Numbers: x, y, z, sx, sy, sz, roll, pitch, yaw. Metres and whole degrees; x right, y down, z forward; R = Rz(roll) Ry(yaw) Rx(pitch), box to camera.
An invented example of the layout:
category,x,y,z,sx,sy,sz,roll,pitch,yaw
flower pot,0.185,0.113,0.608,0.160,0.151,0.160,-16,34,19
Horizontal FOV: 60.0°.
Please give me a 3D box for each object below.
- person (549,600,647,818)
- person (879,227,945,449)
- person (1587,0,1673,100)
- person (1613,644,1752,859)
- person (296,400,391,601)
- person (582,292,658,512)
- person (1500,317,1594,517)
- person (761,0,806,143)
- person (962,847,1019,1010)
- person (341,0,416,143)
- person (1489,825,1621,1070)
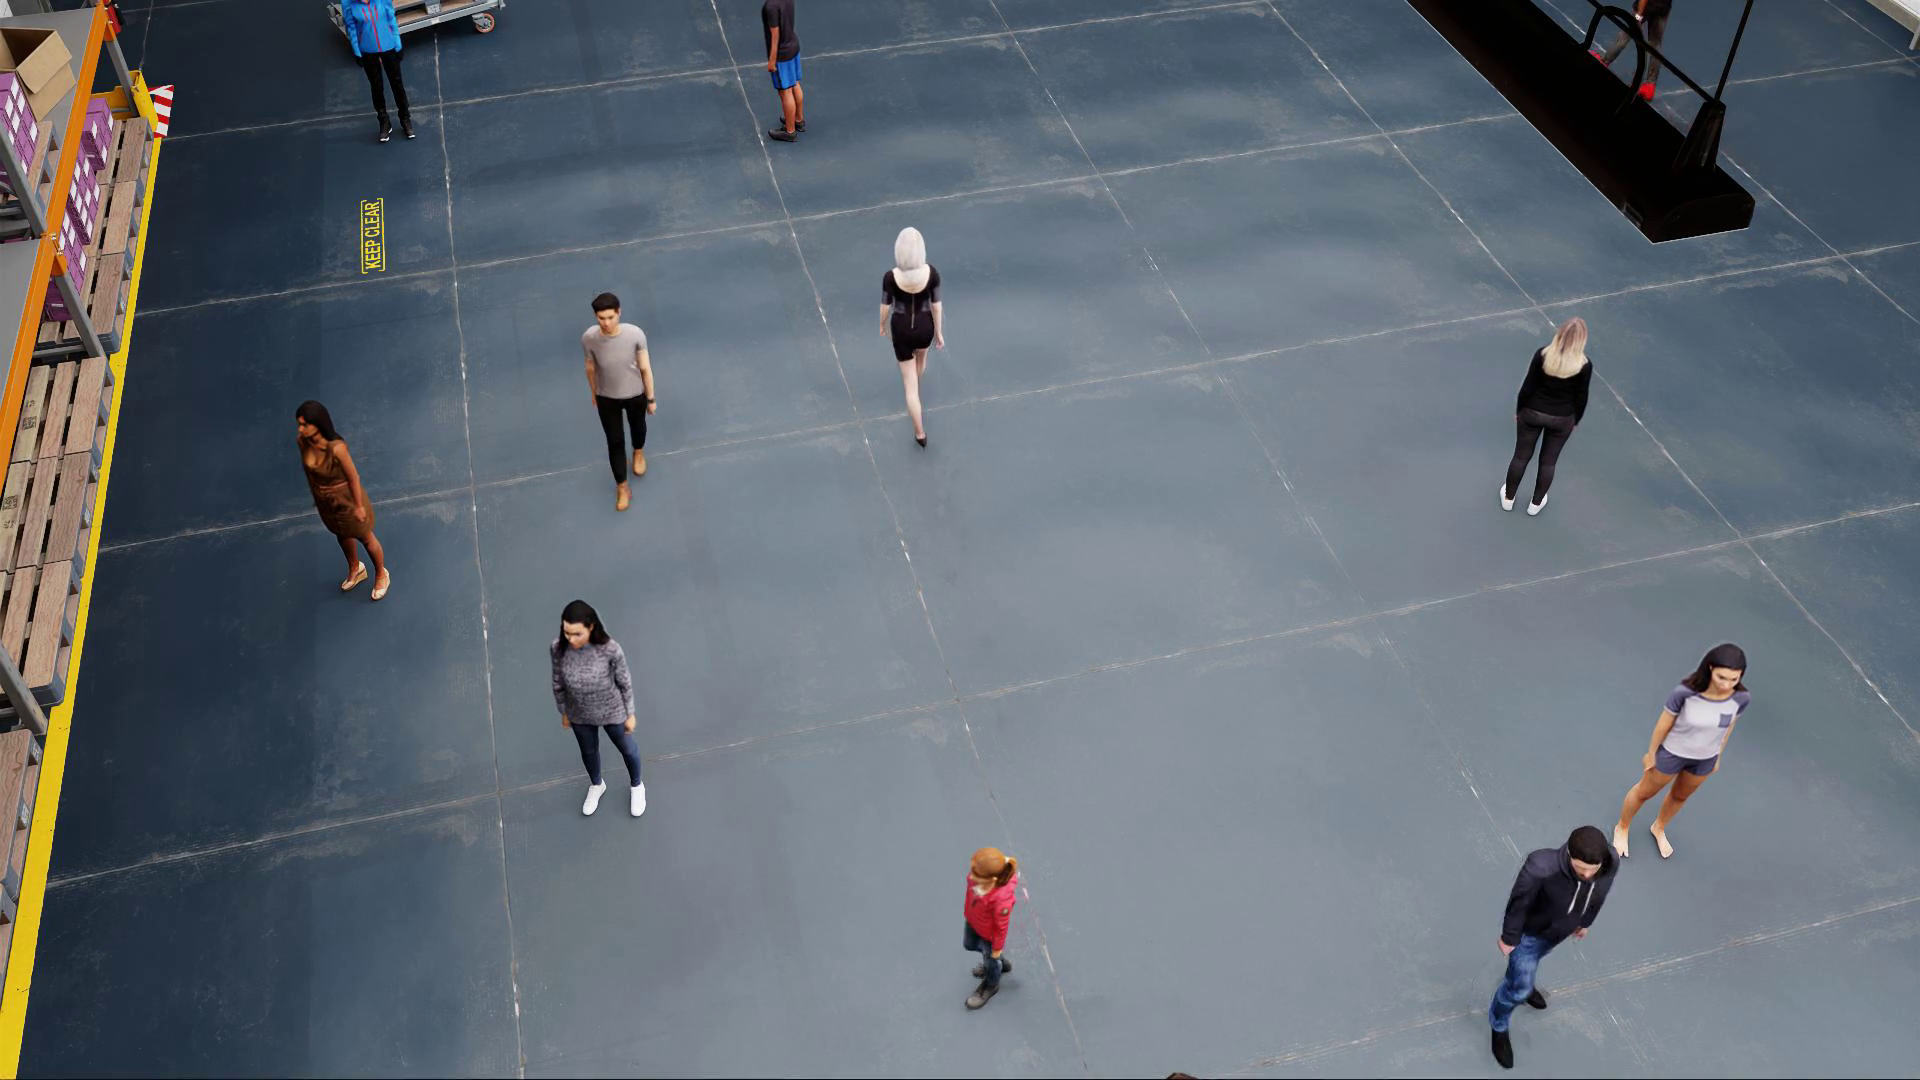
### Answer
category,x,y,z,sx,sy,sz,roll,pitch,yaw
person,-2.146,0.991,9.872,0.670,1.733,0.624,2,44,2
person,-0.340,-1.463,12.409,0.648,1.786,1.140,-8,44,-8
person,6.873,-5.194,16.336,0.778,1.771,1.137,-18,46,-18
person,4.202,1.224,9.627,0.643,1.733,0.598,2,44,2
person,-4.176,-0.274,11.231,0.639,1.690,0.684,17,46,17
person,-2.462,-1.136,12.131,0.691,1.696,1.029,-6,44,-6
person,4.183,-0.873,11.863,0.695,1.686,0.725,16,46,16
person,-1.674,-4.641,15.738,0.758,1.796,0.665,14,45,15
person,0.175,2.085,9.027,0.646,1.314,0.571,-22,48,-21
person,-5.505,-4.641,15.738,0.605,1.796,0.505,-11,45,-11
person,3.048,1.955,8.771,0.677,1.856,0.799,-18,47,-18
